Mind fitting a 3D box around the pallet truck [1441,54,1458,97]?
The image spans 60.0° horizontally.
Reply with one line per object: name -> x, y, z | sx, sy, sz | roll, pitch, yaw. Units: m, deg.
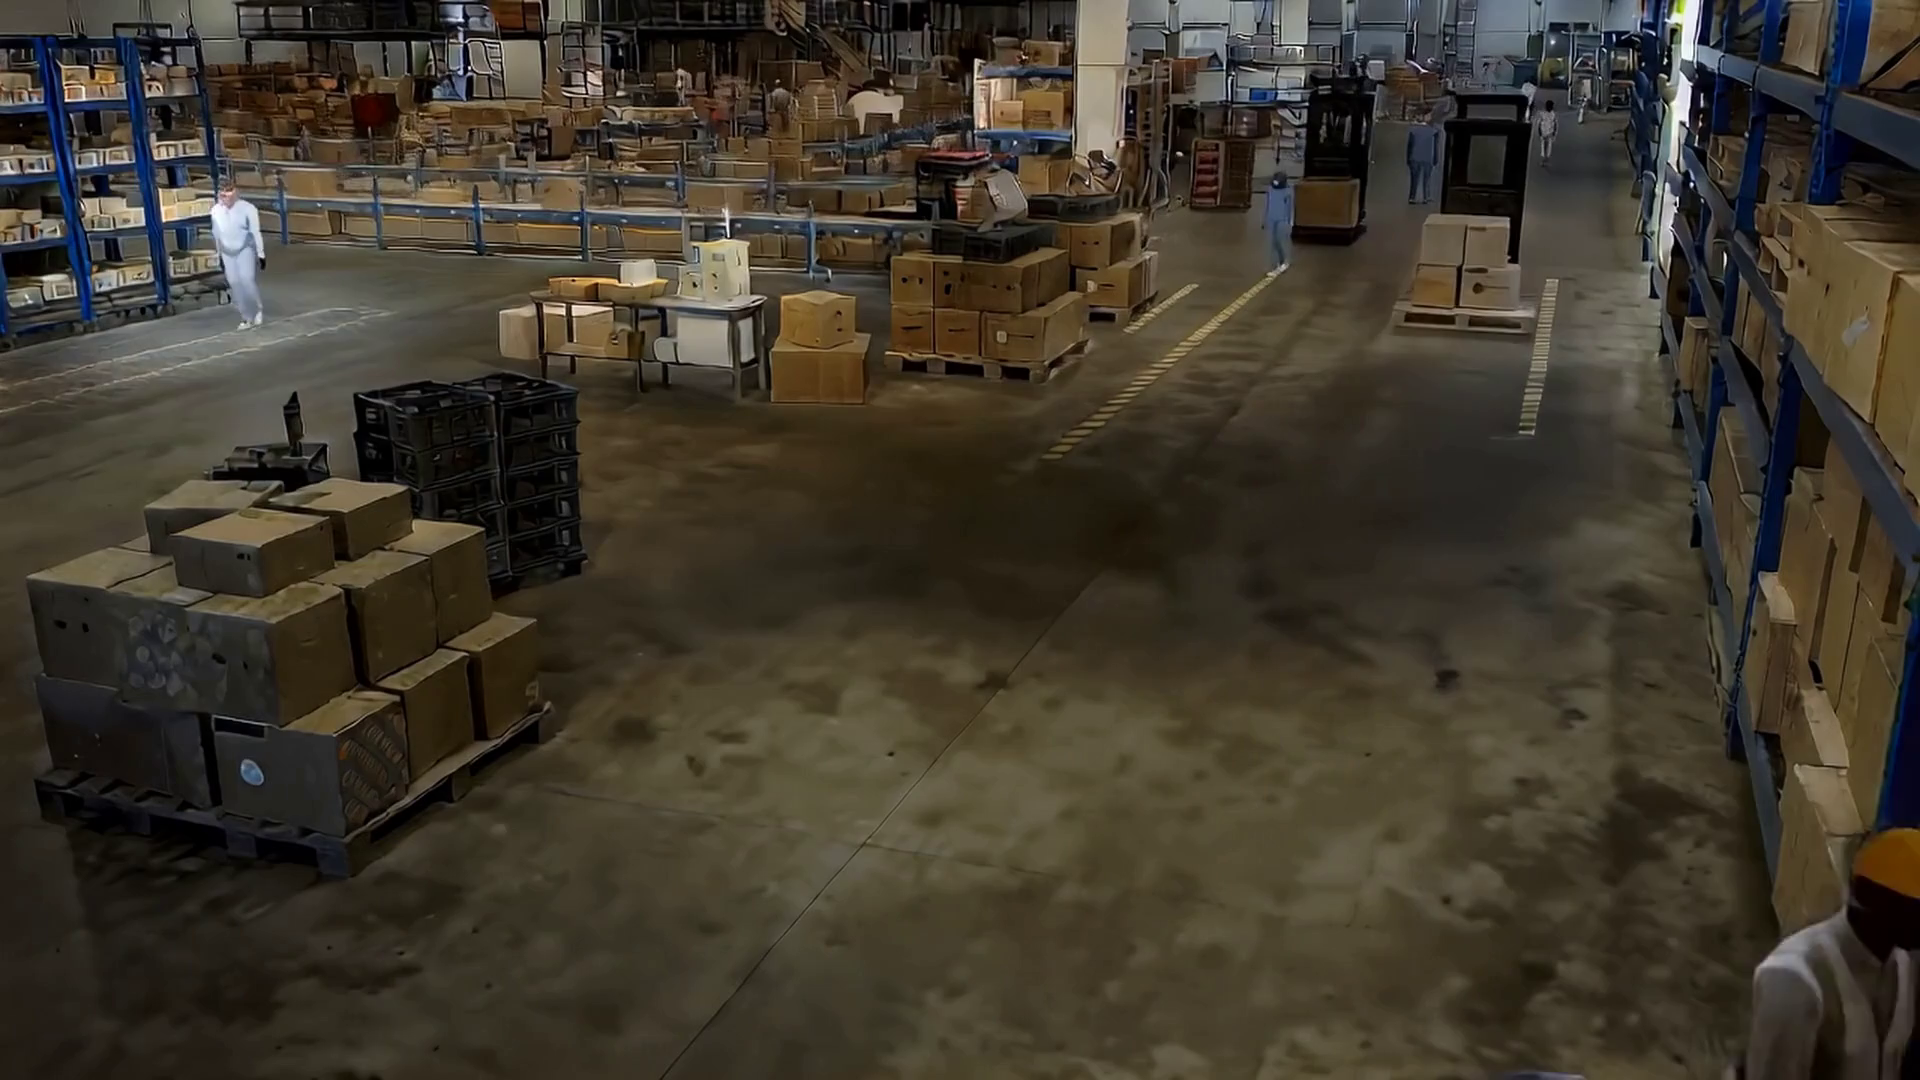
pallet truck -> 22.765, -21.886, 78.355 | 0.823, 1.965, 1.885 | -4, 18, -14

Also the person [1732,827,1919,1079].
person -> 2.297, 1.621, 4.676 | 0.639, 1.890, 0.919 | -7, 19, -21

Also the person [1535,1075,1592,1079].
person -> 1.101, 1.961, 3.564 | 0.654, 1.921, 0.548 | 5, 18, 14

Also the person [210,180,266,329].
person -> -9.194, -3.621, 21.140 | 0.665, 1.887, 0.447 | 2, 18, 6

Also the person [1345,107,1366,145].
person -> 9.590, -9.644, 40.246 | 0.599, 1.789, 0.923 | 8, 19, 23

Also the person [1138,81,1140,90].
person -> 8.750, -22.247, 79.604 | 0.584, 1.928, 0.373 | 11, 21, 30

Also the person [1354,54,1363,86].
person -> 19.297, -22.575, 80.665 | 0.405, 1.924, 0.609 | 12, 21, 33

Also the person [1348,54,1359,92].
person -> 18.565, -21.965, 78.632 | 0.428, 1.978, 0.625 | -4, 18, -13

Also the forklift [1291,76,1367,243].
forklift -> 6.598, -6.755, 29.381 | 1.129, 2.768, 1.873 | 6, 19, 19

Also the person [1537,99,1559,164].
person -> 15.603, -10.853, 44.186 | 0.558, 1.684, 0.362 | 3, 18, 9

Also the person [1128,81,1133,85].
person -> 9.351, -25.836, 90.868 | 0.606, 1.936, 0.463 | -7, 19, -20

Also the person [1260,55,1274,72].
person -> 14.505, -21.945, 78.639 | 0.631, 1.940, 0.372 | 6, 19, 19

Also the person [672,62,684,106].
person -> -11.730, -18.885, 69.144 | 0.426, 1.871, 0.578 | 10, 20, 30

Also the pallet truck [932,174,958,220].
pallet truck -> -0.507, -5.292, 27.348 | 0.653, 1.274, 1.630 | 6, 19, 19

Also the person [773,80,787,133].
person -> -5.964, -14.533, 55.733 | 0.533, 1.709, 0.789 | 9, 20, 26

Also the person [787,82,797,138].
person -> -5.047, -12.873, 50.245 | 0.324, 1.871, 0.526 | -10, 20, -28

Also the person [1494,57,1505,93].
person -> 26.857, -23.156, 82.784 | 0.545, 1.717, 0.903 | 4, 18, 11

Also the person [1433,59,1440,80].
person -> 23.229, -22.694, 81.408 | 0.675, 1.677, 0.533 | 10, 20, 29

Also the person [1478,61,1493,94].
person -> 23.369, -20.356, 73.881 | 0.527, 1.798, 0.655 | -10, 20, -29

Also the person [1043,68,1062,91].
person -> 3.341, -15.853, 59.331 | 0.683, 2.000, 0.537 | 5, 18, 17

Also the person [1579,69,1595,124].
person -> 22.526, -15.937, 59.788 | 0.388, 1.929, 0.539 | 3, 18, 8

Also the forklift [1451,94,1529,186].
forklift -> 7.255, -4.744, 23.062 | 1.129, 2.768, 1.873 | 6, 19, 18

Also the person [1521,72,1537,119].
person -> 18.996, -14.664, 55.714 | 0.363, 1.963, 0.612 | -9, 20, -26

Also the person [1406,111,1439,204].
person -> 9.737, -8.050, 35.030 | 0.655, 1.906, 0.407 | 4, 18, 13

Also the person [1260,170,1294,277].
person -> 4.904, -4.888, 25.585 | 0.503, 1.605, 0.801 | 16, 23, 40
